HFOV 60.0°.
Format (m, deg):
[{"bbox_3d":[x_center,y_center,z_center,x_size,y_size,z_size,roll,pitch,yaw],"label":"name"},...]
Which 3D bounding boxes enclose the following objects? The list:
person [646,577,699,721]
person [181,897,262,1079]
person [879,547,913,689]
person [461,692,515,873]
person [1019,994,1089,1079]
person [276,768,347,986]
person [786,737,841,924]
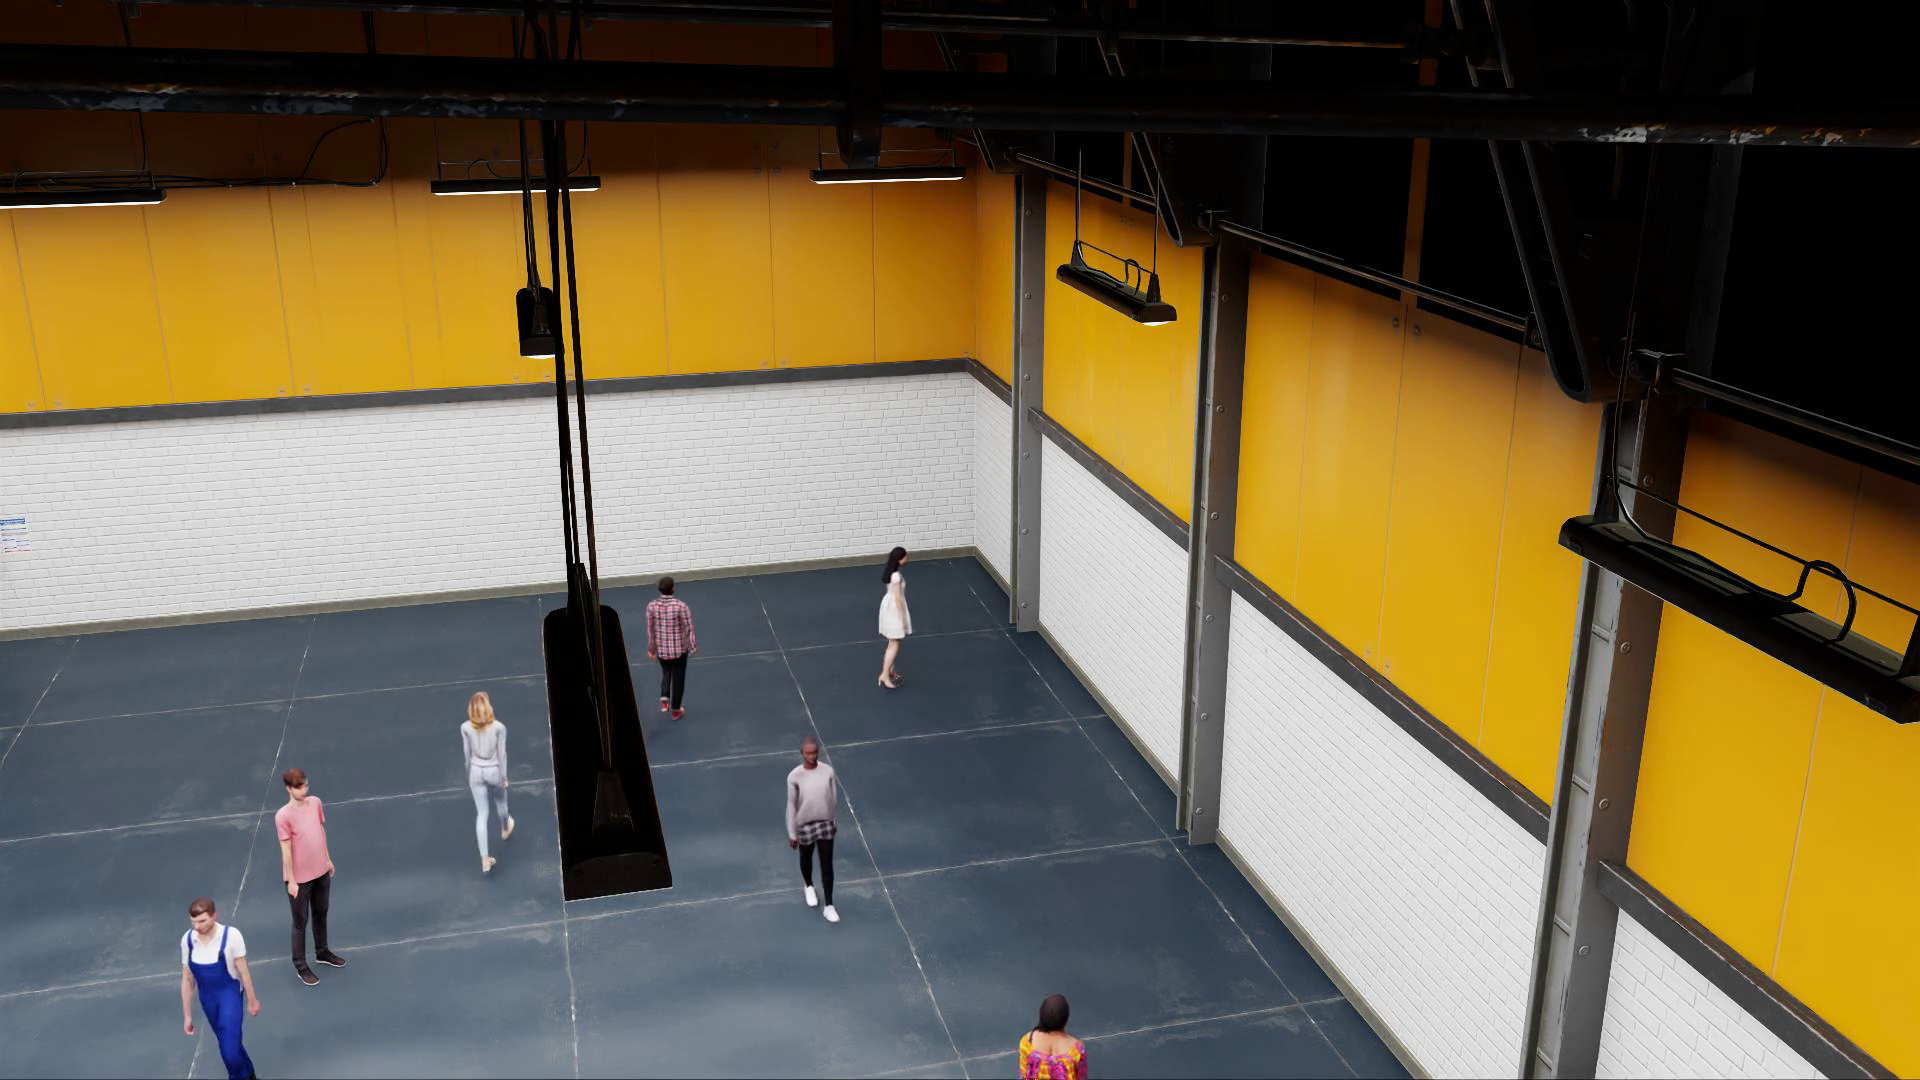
[{"bbox_3d":[-3.385,1.283,19.409,0.794,1.751,0.793,4,19,11],"label":"person"},{"bbox_3d":[-5.624,3.482,12.764,0.801,1.825,0.961,1,19,4],"label":"person"},{"bbox_3d":[-0.809,0.941,20.408,0.771,1.761,0.621,-6,19,-16],"label":"person"},{"bbox_3d":[-4.628,2.369,16.192,0.854,1.746,1.254,0,19,1],"label":"person"},{"bbox_3d":[0.645,3.922,11.691,0.789,1.676,0.818,4,19,12],"label":"person"},{"bbox_3d":[-5.654,2.864,14.387,0.772,1.959,0.692,9,20,24],"label":"person"},{"bbox_3d":[-1.387,2.613,15.466,0.671,1.747,0.967,-6,19,-17],"label":"person"}]
